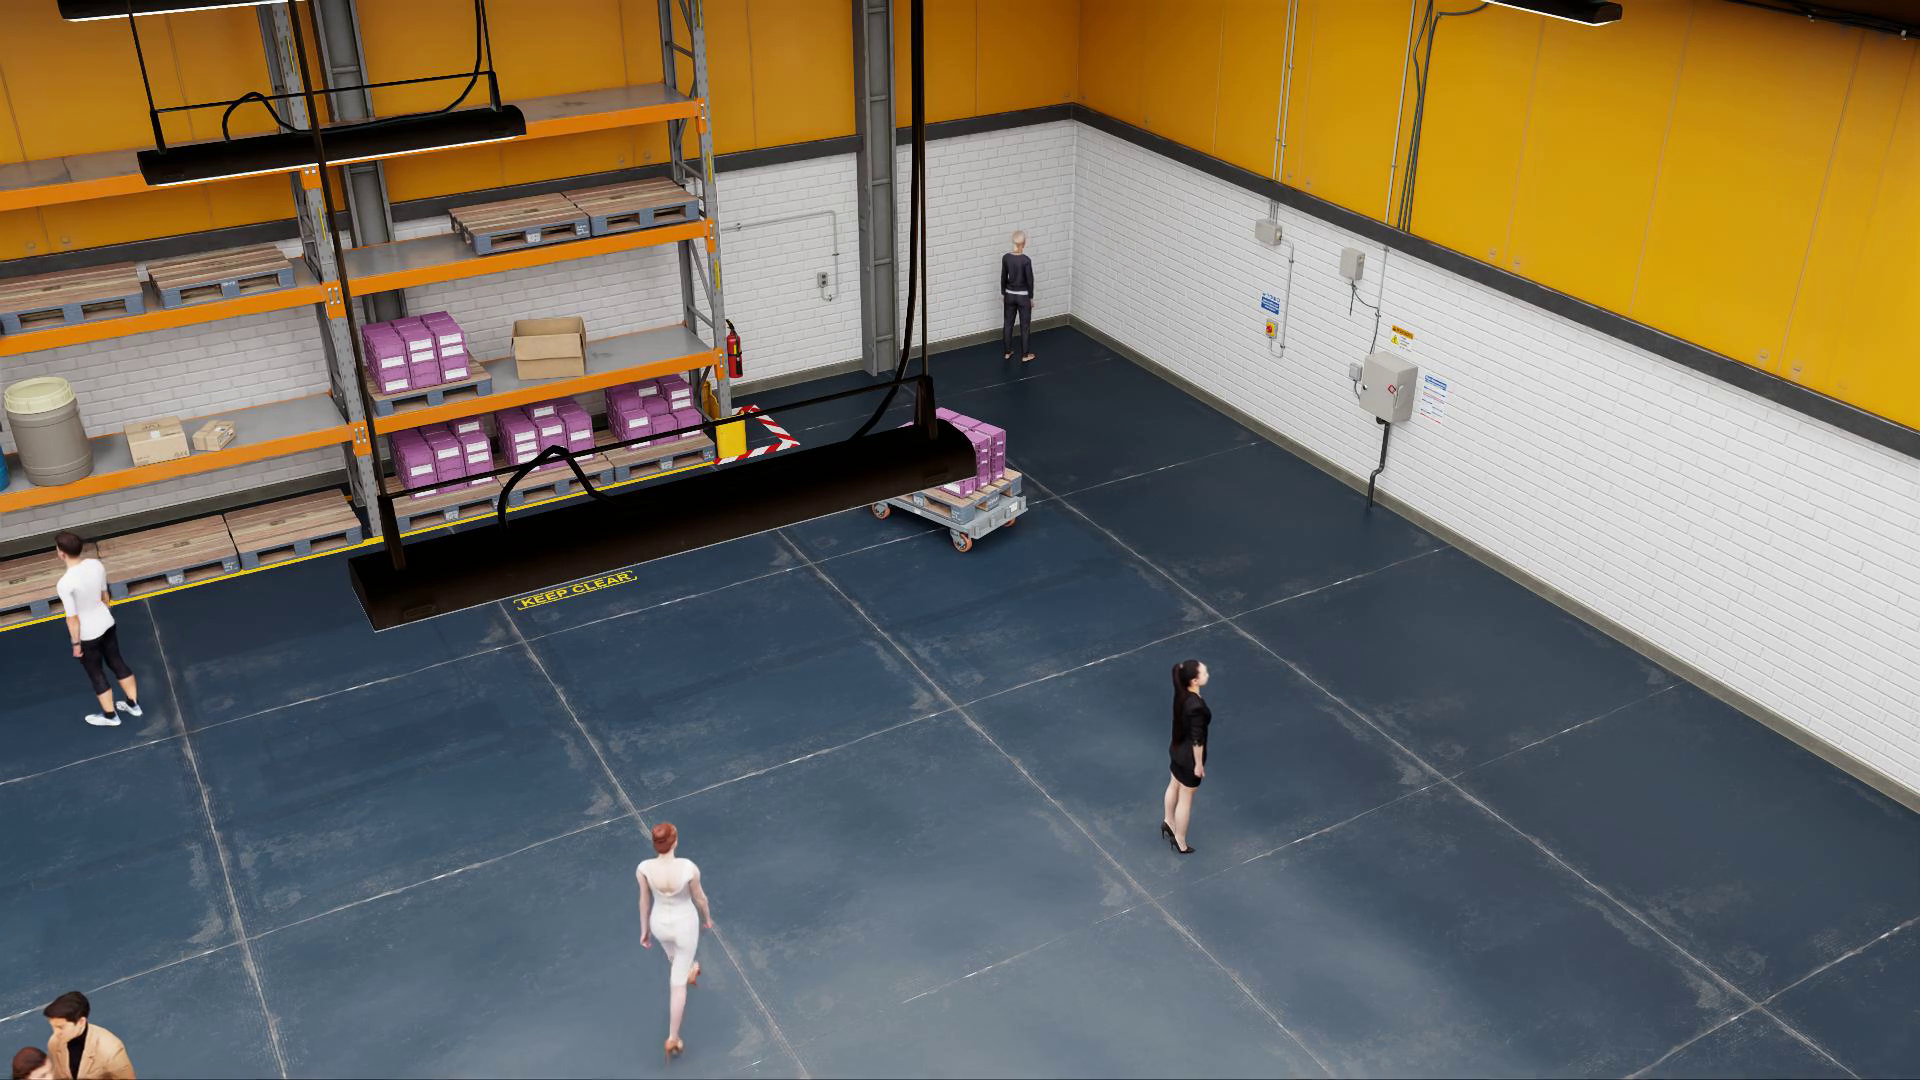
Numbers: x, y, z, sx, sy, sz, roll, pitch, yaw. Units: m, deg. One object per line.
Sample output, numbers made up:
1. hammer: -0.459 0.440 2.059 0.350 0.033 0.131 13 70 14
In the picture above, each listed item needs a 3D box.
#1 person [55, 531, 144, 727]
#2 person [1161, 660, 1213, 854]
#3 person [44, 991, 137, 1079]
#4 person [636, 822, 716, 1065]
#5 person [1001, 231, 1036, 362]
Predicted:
1. person: -7.358 0.755 14.170 0.859 1.855 0.800 7 29 13
2. person: 1.729 1.638 12.718 0.628 1.697 0.660 -6 29 -11
3. person: -4.966 3.281 9.674 0.757 1.726 0.817 7 29 13
4. person: -1.890 2.639 10.825 1.066 1.753 1.055 4 29 7
5. person: 0.746 -3.163 21.486 0.679 1.728 0.698 13 31 23
